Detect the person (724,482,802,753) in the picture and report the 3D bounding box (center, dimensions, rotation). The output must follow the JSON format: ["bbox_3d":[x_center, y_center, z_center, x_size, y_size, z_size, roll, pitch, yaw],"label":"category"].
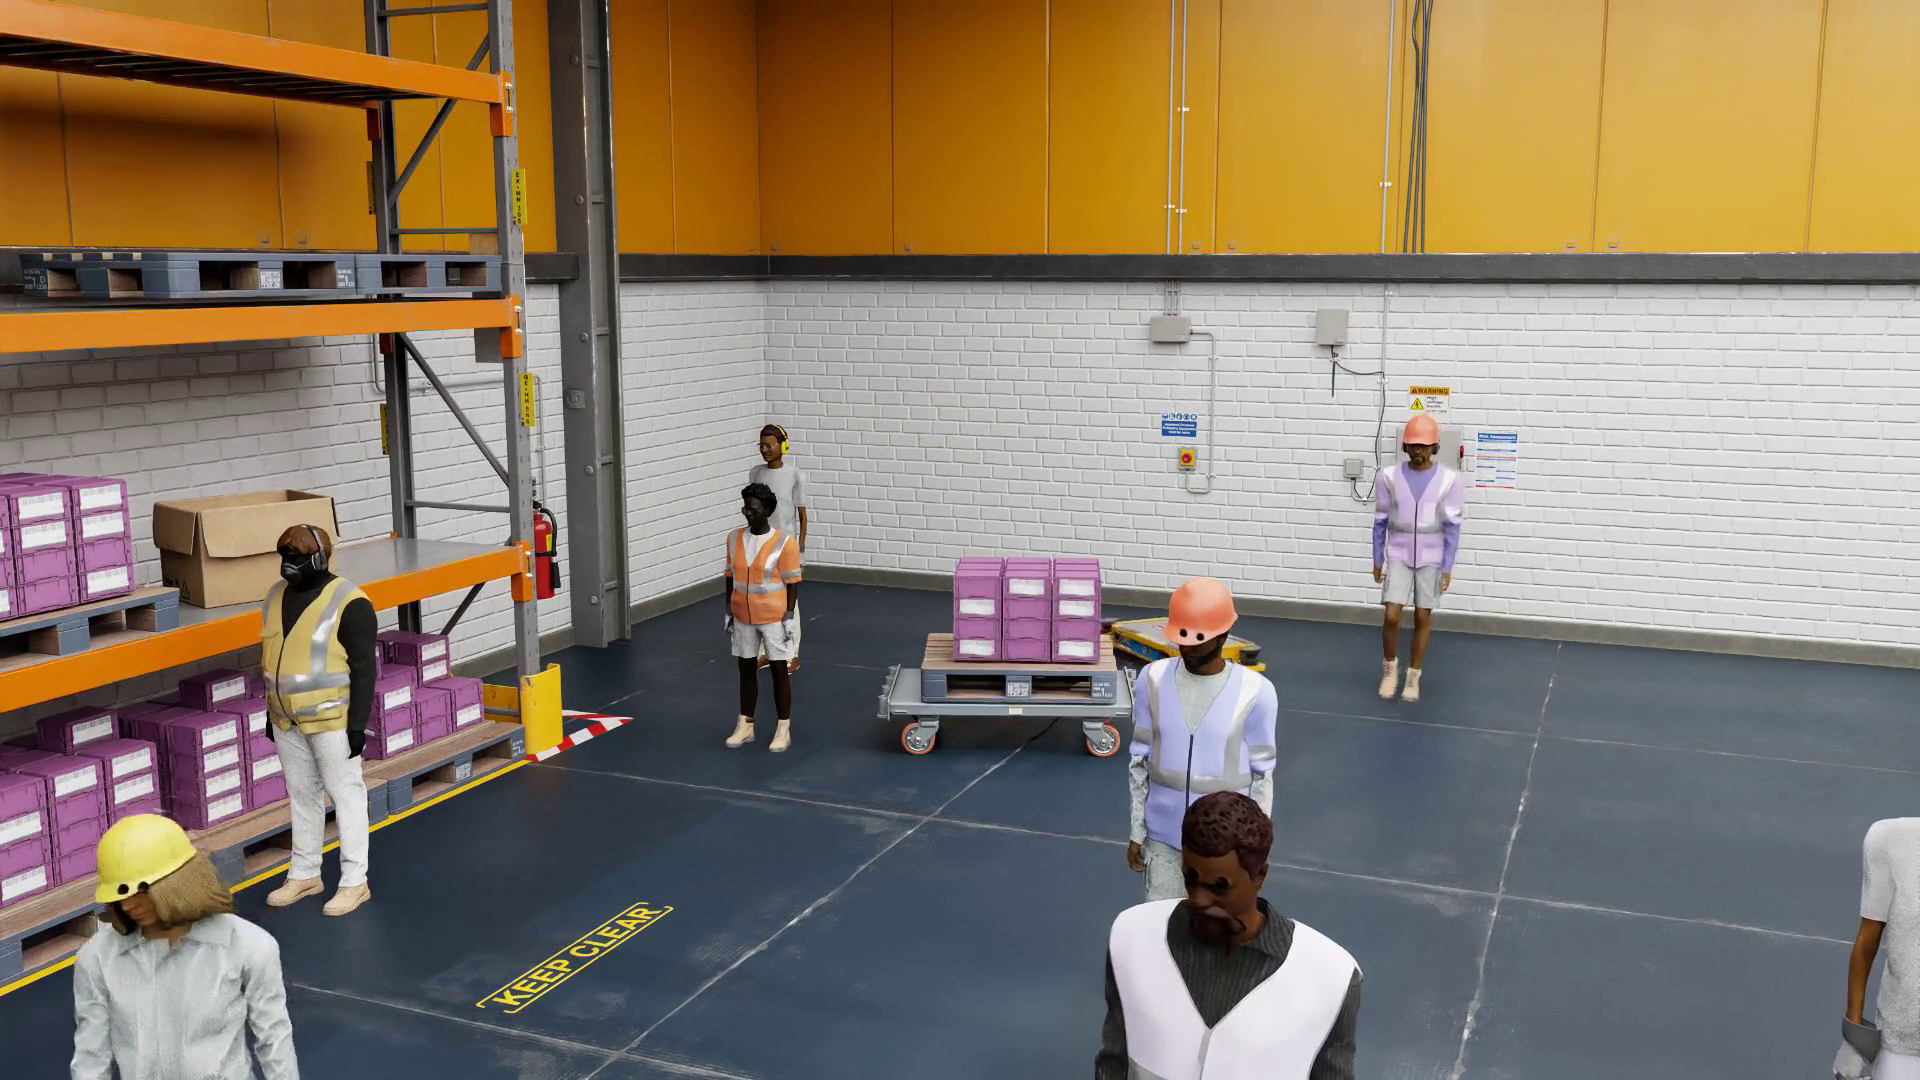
[{"bbox_3d":[-1.247,0.481,10.405,0.531,1.698,0.320,4,10,23],"label":"person"}]

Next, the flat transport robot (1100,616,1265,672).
[{"bbox_3d":[1.667,0.803,12.770,0.652,0.197,1.431,-4,10,-24],"label":"flat transport robot"}]

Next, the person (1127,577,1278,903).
[{"bbox_3d":[0.867,1.079,6.089,0.543,1.928,0.374,4,10,23],"label":"person"}]

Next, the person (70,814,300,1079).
[{"bbox_3d":[-1.934,1.511,4.146,0.496,1.703,0.749,0,9,-2],"label":"person"}]

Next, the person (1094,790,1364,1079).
[{"bbox_3d":[0.583,1.472,3.750,0.588,1.913,0.390,4,10,23],"label":"person"}]

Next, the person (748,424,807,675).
[{"bbox_3d":[-1.377,0.068,12.382,0.520,1.874,0.327,4,10,23],"label":"person"}]

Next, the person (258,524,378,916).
[{"bbox_3d":[-3.033,0.837,7.811,0.620,1.845,0.429,4,10,23],"label":"person"}]

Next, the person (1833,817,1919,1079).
[{"bbox_3d":[2.636,1.382,4.449,0.520,1.865,0.326,4,10,23],"label":"person"}]

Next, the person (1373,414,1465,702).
[{"bbox_3d":[3.143,0.141,11.485,0.602,2.021,0.528,3,10,18],"label":"person"}]
